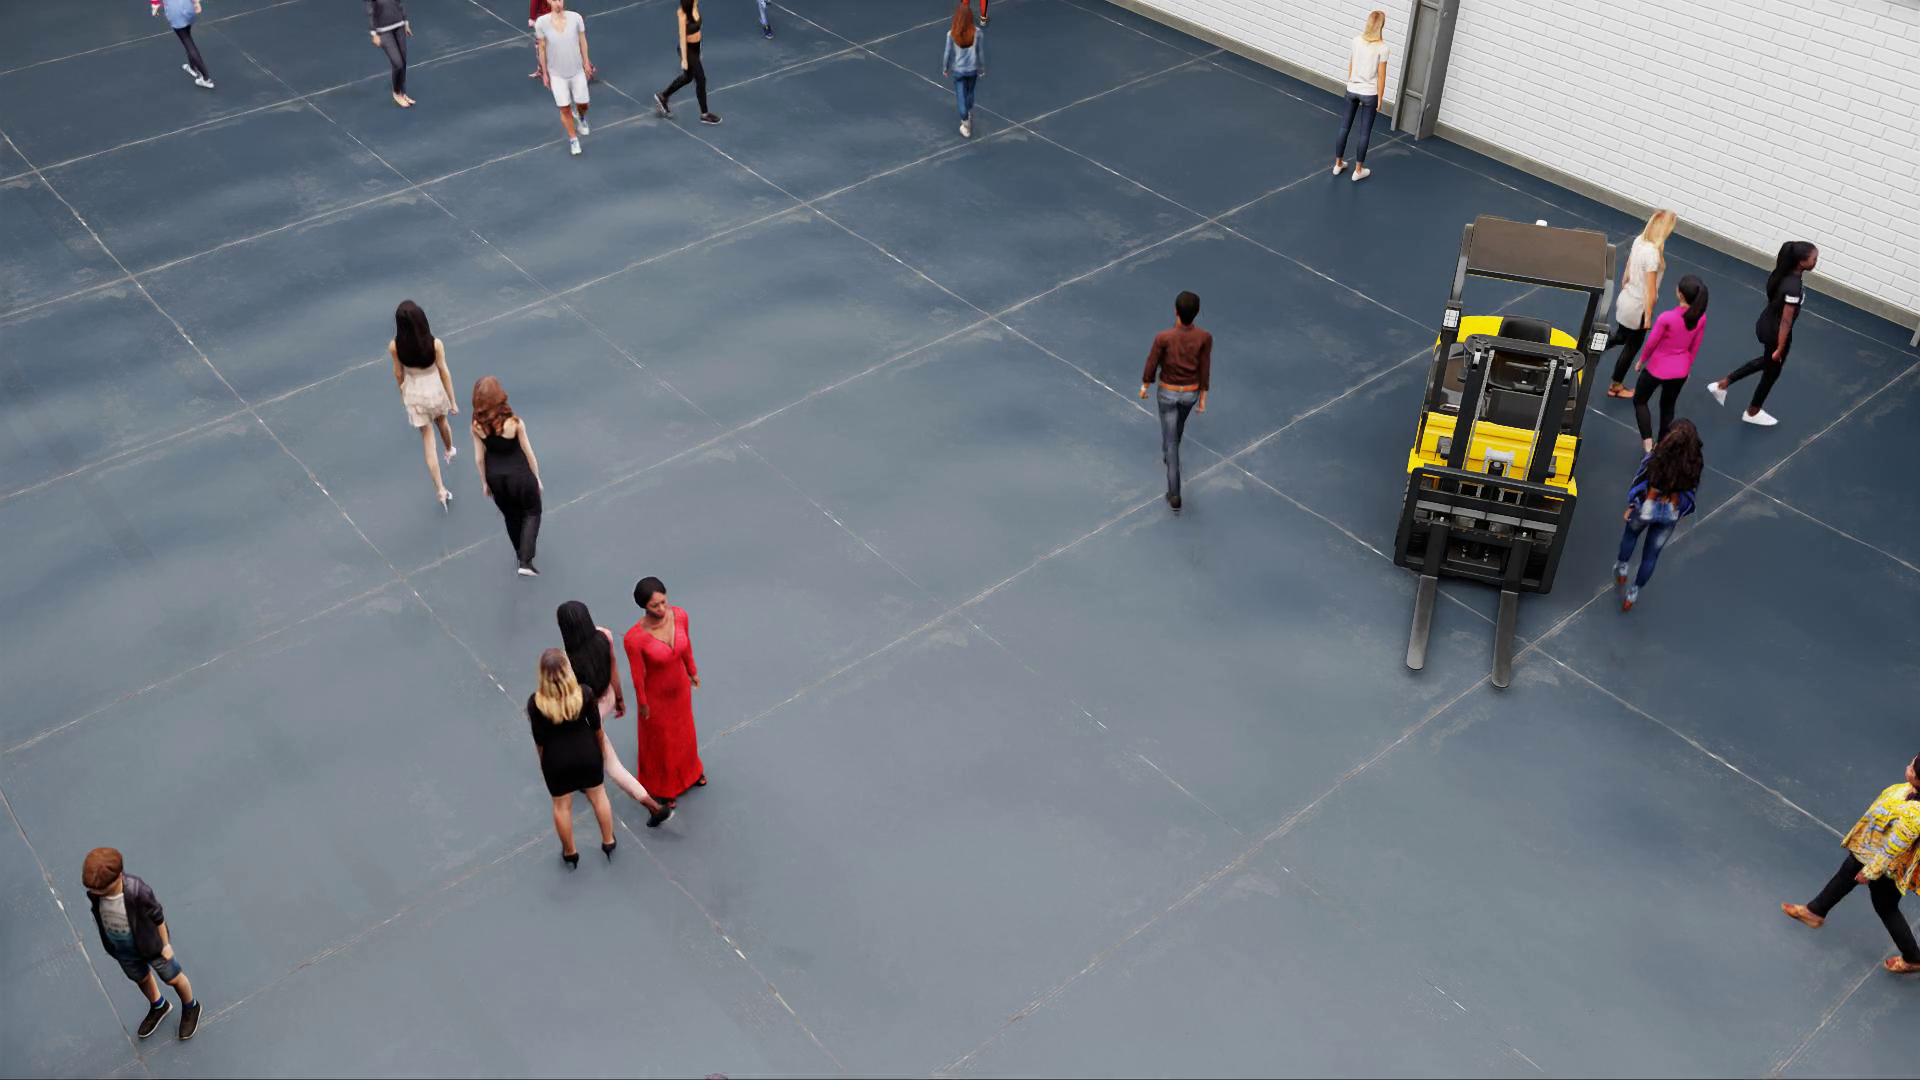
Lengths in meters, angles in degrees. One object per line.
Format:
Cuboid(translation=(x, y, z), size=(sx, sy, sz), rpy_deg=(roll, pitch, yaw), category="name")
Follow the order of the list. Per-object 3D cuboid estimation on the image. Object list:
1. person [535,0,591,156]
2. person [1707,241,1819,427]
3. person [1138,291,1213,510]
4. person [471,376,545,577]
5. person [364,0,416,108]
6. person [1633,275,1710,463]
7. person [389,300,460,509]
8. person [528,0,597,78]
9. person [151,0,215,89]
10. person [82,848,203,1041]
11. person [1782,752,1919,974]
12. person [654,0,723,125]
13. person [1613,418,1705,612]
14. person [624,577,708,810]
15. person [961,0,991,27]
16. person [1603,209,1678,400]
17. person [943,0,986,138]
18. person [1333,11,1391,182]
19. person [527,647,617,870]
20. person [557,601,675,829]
Cuboid(translation=(-4.278, -5.127, 17.994), size=(0.861, 1.838, 0.966), rpy_deg=(-11, 40, -14), category="person")
Cuboid(translation=(6.694, -1.723, 13.830), size=(0.971, 1.716, 0.885), rpy_deg=(8, 39, 9), category="person")
Cuboid(translation=(1.710, -1.065, 12.990), size=(1.071, 1.735, 1.255), rpy_deg=(-5, 39, -6), category="person")
Cuboid(translation=(-3.299, -0.393, 12.146), size=(0.835, 1.740, 0.927), rpy_deg=(-2, 39, -3), category="person")
Cuboid(translation=(-6.550, -5.817, 18.919), size=(0.725, 1.763, 0.720), rpy_deg=(20, 43, 23), category="person")
Cuboid(translation=(5.688, -1.325, 13.366), size=(0.769, 1.683, 0.848), rpy_deg=(-4, 39, -5), category="person")
Cuboid(translation=(-4.172, -1.022, 12.978), size=(0.931, 1.683, 1.114), rpy_deg=(-6, 39, -7), category="person")
Cuboid(translation=(-4.713, -6.140, 19.408), size=(1.077, 1.656, 1.079), rpy_deg=(-1, 39, -1), category="person")
Cuboid(translation=(-8.997, -6.118, 19.281), size=(0.992, 1.781, 0.809), rpy_deg=(22, 43, 25), category="person")
Cuboid(translation=(-4.513, 2.197, 9.133), size=(0.624, 1.451, 0.683), rpy_deg=(3, 39, 4), category="person")
Cuboid(translation=(5.361, 1.852, 9.431), size=(1.115, 1.618, 0.853), rpy_deg=(25, 45, 28), category="person")
Cuboid(translation=(-3.102, -5.445, 18.572), size=(1.082, 1.614, 0.960), rpy_deg=(8, 39, 10), category="person")
Cuboid(translation=(4.996, -0.147, 11.945), size=(0.831, 1.605, 0.883), rpy_deg=(11, 40, 13), category="person")
Cuboid(translation=(-1.850, 0.942, 10.447), size=(0.630, 1.784, 0.648), rpy_deg=(30, 48, 32), category="person")
Cuboid(translation=(0.165, -7.350, 20.802), size=(0.704, 1.808, 0.744), rpy_deg=(-1, 39, -1), category="person")
Cuboid(translation=(5.594, -1.960, 14.056), size=(0.971, 1.803, 0.954), rpy_deg=(-2, 39, -2), category="person")
Cuboid(translation=(0.066, -5.150, 18.323), size=(0.795, 1.463, 0.892), rpy_deg=(-7, 39, -9), category="person")
Cuboid(translation=(4.213, -4.662, 17.434), size=(0.499, 1.811, 0.672), rpy_deg=(26, 45, 28), category="person")
Cuboid(translation=(-2.352, 1.328, 10.046), size=(0.615, 1.670, 0.611), rpy_deg=(-14, 41, -17), category="person")
Cuboid(translation=(-2.199, 1.116, 10.301), size=(1.263, 1.682, 0.906), rpy_deg=(19, 42, 22), category="person")
